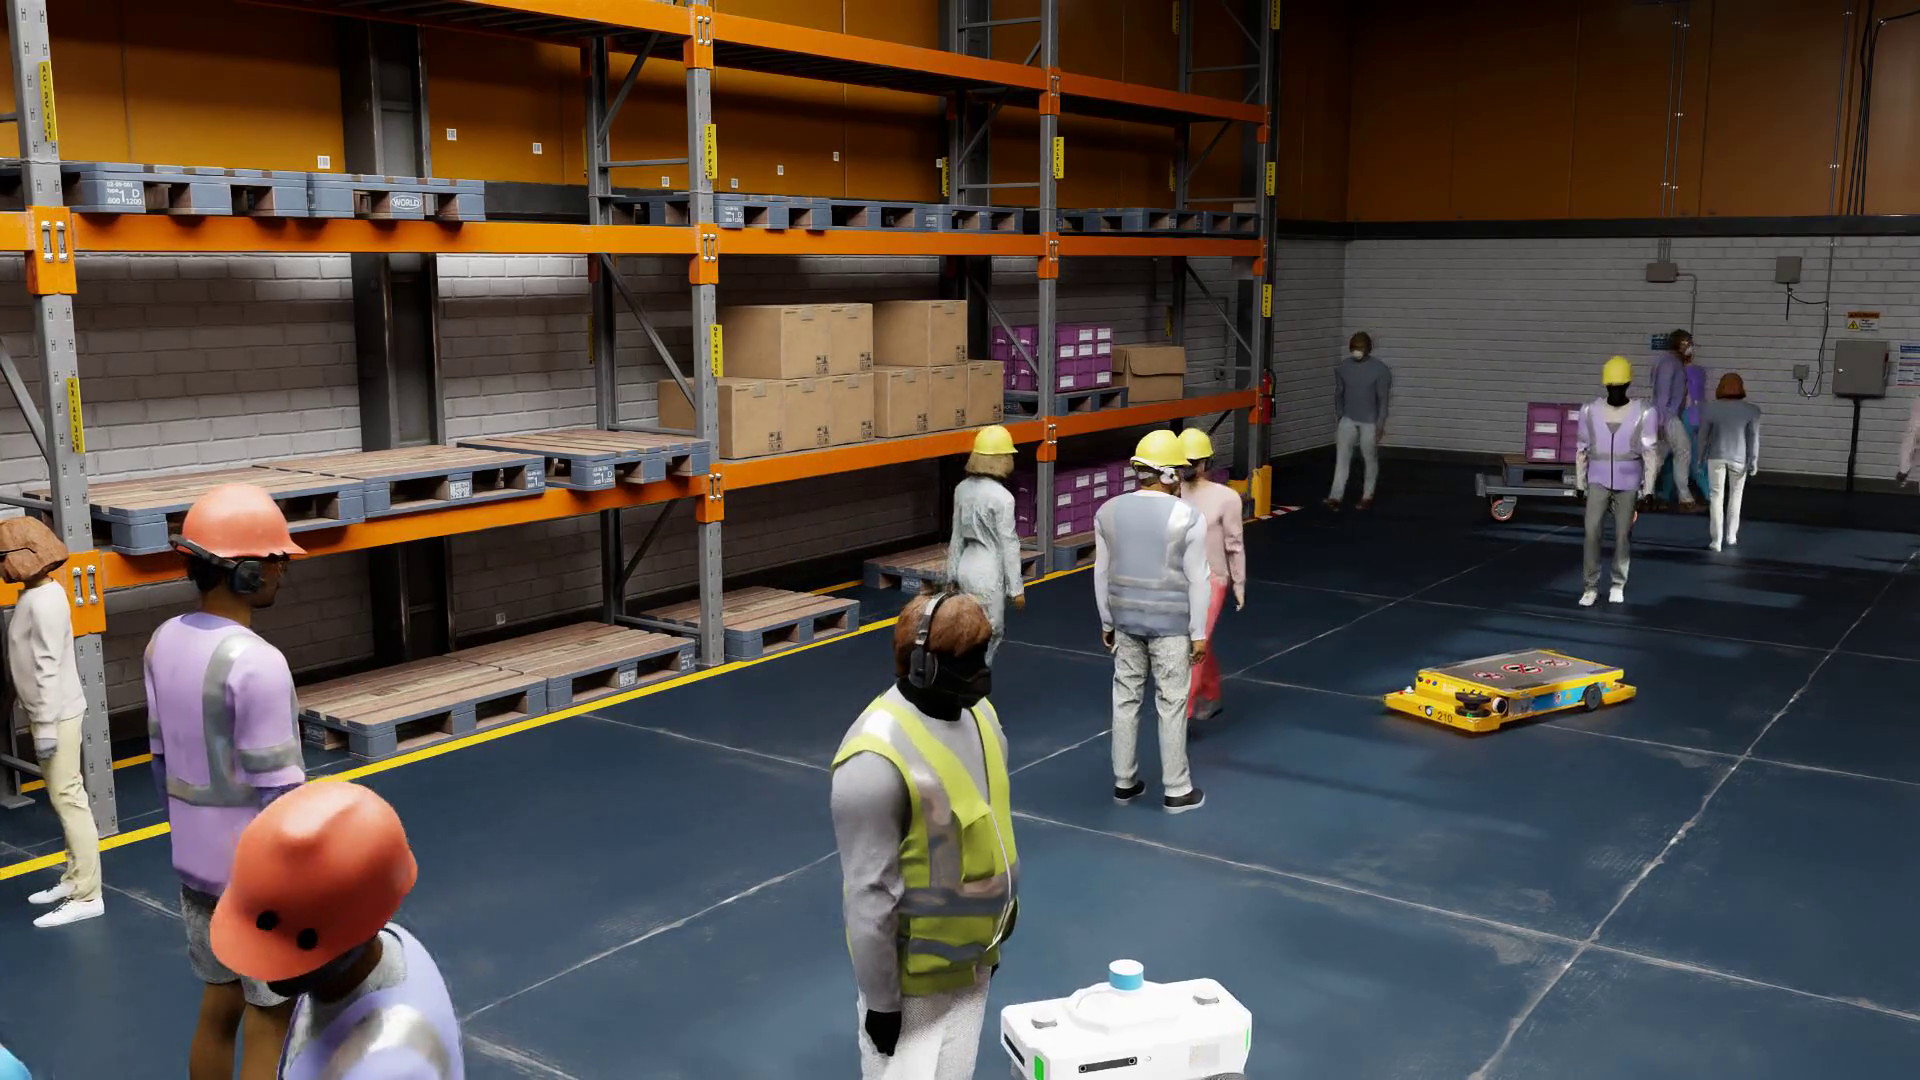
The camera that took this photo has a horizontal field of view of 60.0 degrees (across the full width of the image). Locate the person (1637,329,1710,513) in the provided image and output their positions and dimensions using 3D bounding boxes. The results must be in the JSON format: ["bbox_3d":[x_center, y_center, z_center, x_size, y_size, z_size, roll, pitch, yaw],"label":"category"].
[{"bbox_3d":[7.545,-1.235,17.361,0.846,1.910,0.662,5,11,27],"label":"person"}]

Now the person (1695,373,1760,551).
[{"bbox_3d":[7.023,-0.725,15.263,0.510,1.599,0.762,3,10,20],"label":"person"}]

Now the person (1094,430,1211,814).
[{"bbox_3d":[0.929,0.388,7.955,0.591,1.829,0.404,6,11,33],"label":"person"}]

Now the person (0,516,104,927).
[{"bbox_3d":[-3.635,0.712,6.631,0.270,1.627,0.499,-6,11,-34],"label":"person"}]

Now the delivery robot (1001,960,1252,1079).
[{"bbox_3d":[0.487,1.487,4.918,0.707,0.478,0.477,-3,10,-17],"label":"delivery robot"}]

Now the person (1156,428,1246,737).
[{"bbox_3d":[1.291,0.231,9.225,0.545,1.705,0.905,7,12,34],"label":"person"}]

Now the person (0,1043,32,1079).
[{"bbox_3d":[-1.773,1.328,2.808,0.545,1.674,0.450,2,10,10],"label":"person"}]

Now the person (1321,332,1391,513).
[{"bbox_3d":[4.117,-1.203,17.252,0.642,1.882,1.038,7,12,36],"label":"person"}]

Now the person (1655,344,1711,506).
[{"bbox_3d":[7.728,-1.219,17.636,0.866,1.803,0.565,8,13,40],"label":"person"}]

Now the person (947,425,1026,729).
[{"bbox_3d":[0.152,0.228,9.203,0.443,1.723,0.498,-6,11,-32],"label":"person"}]

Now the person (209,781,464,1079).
[{"bbox_3d":[-0.945,1.245,2.700,0.349,1.897,0.738,-3,10,-19],"label":"person"}]

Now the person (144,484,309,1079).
[{"bbox_3d":[-1.905,0.863,4.495,0.616,2.039,0.386,8,12,39],"label":"person"}]

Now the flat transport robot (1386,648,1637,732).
[{"bbox_3d":[3.251,0.861,9.771,1.431,0.197,0.652,-6,11,-32],"label":"flat transport robot"}]

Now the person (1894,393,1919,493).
[{"bbox_3d":[7.899,-0.548,13.367,0.601,1.882,0.639,-7,12,-35],"label":"person"}]

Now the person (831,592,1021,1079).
[{"bbox_3d":[-0.066,1.029,4.147,0.431,1.835,0.623,5,11,27],"label":"person"}]

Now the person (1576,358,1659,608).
[{"bbox_3d":[4.951,-0.424,12.584,0.613,1.889,0.776,5,11,29],"label":"person"}]
